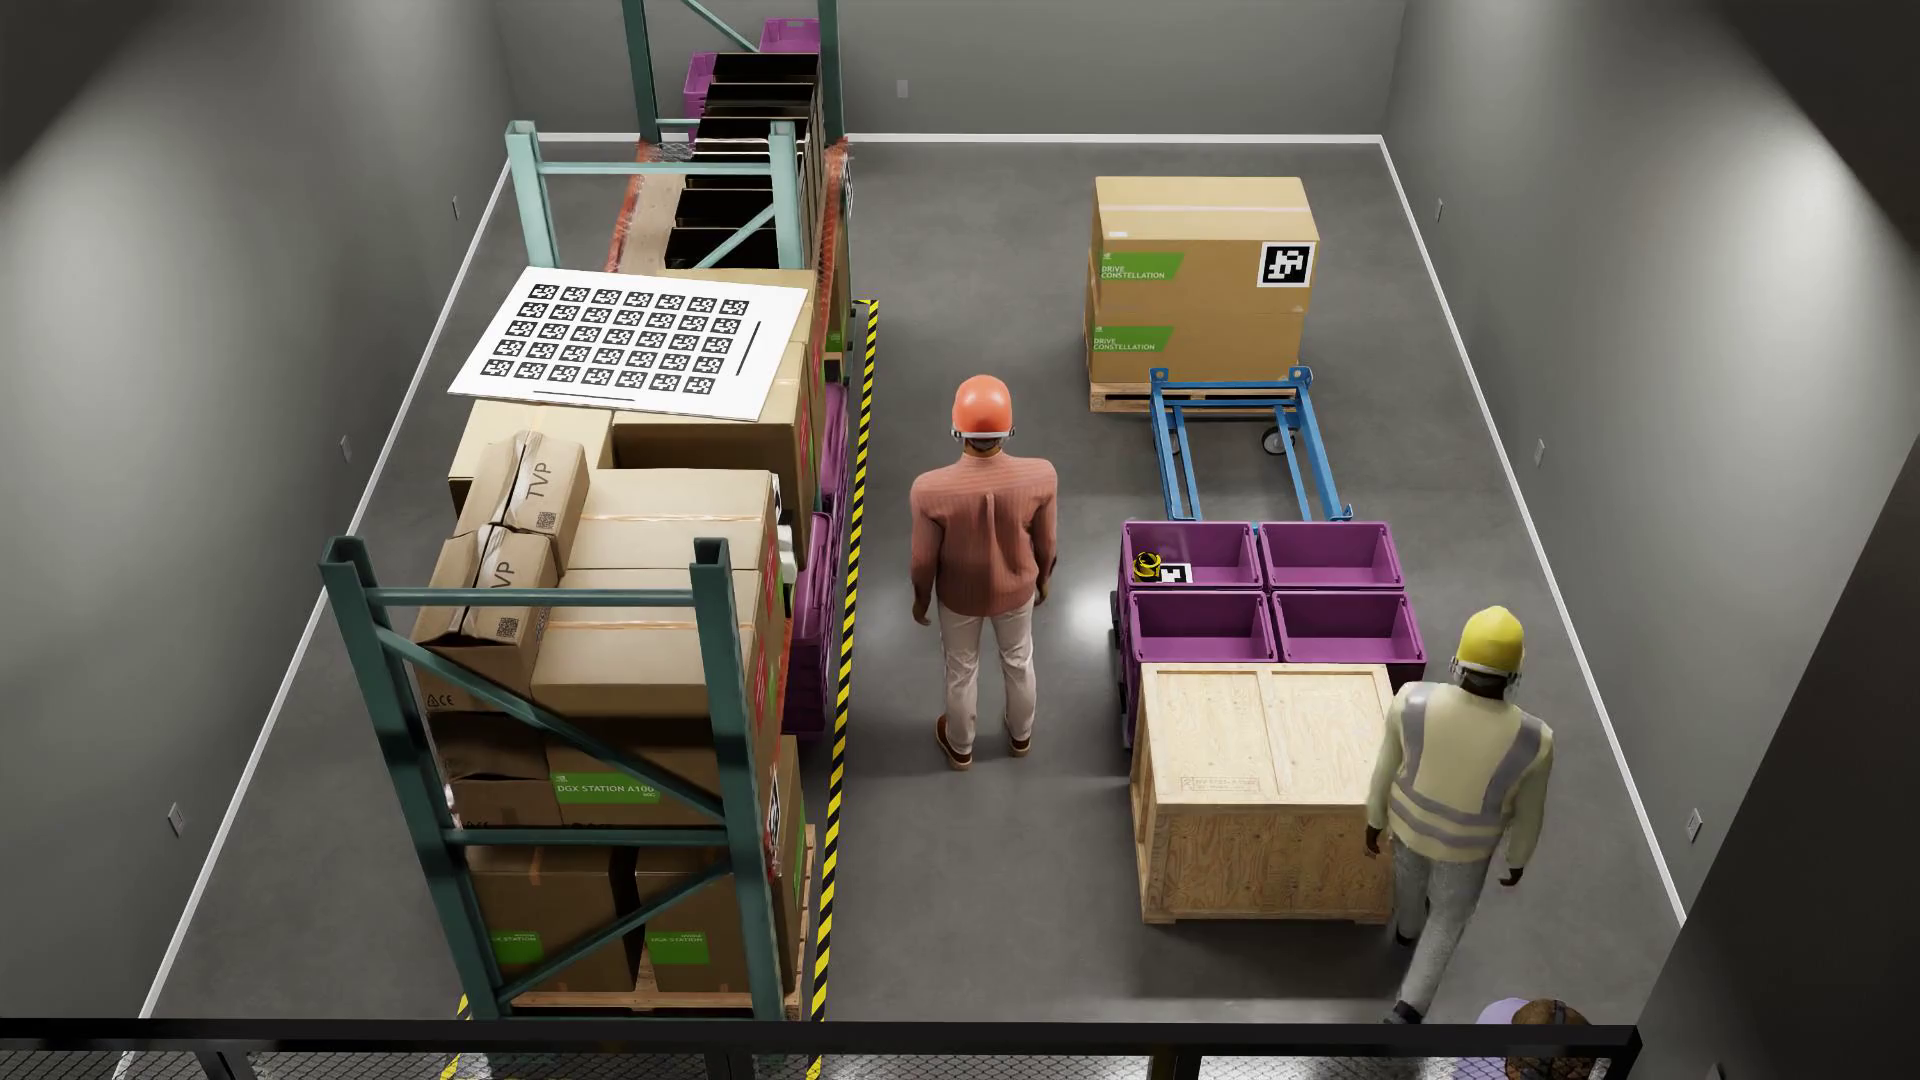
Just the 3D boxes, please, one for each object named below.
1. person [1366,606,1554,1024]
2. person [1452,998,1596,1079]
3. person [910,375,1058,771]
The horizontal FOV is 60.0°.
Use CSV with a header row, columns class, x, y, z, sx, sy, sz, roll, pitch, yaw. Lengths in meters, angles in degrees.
class,x,y,z,sx,sy,sz,roll,pitch,yaw
person,1.736,1.076,6.005,0.608,1.791,0.774,20,45,22
person,1.531,1.943,4.897,0.364,1.939,0.636,11,42,12
person,0.092,0.168,6.879,0.612,1.996,0.389,-8,42,-9
